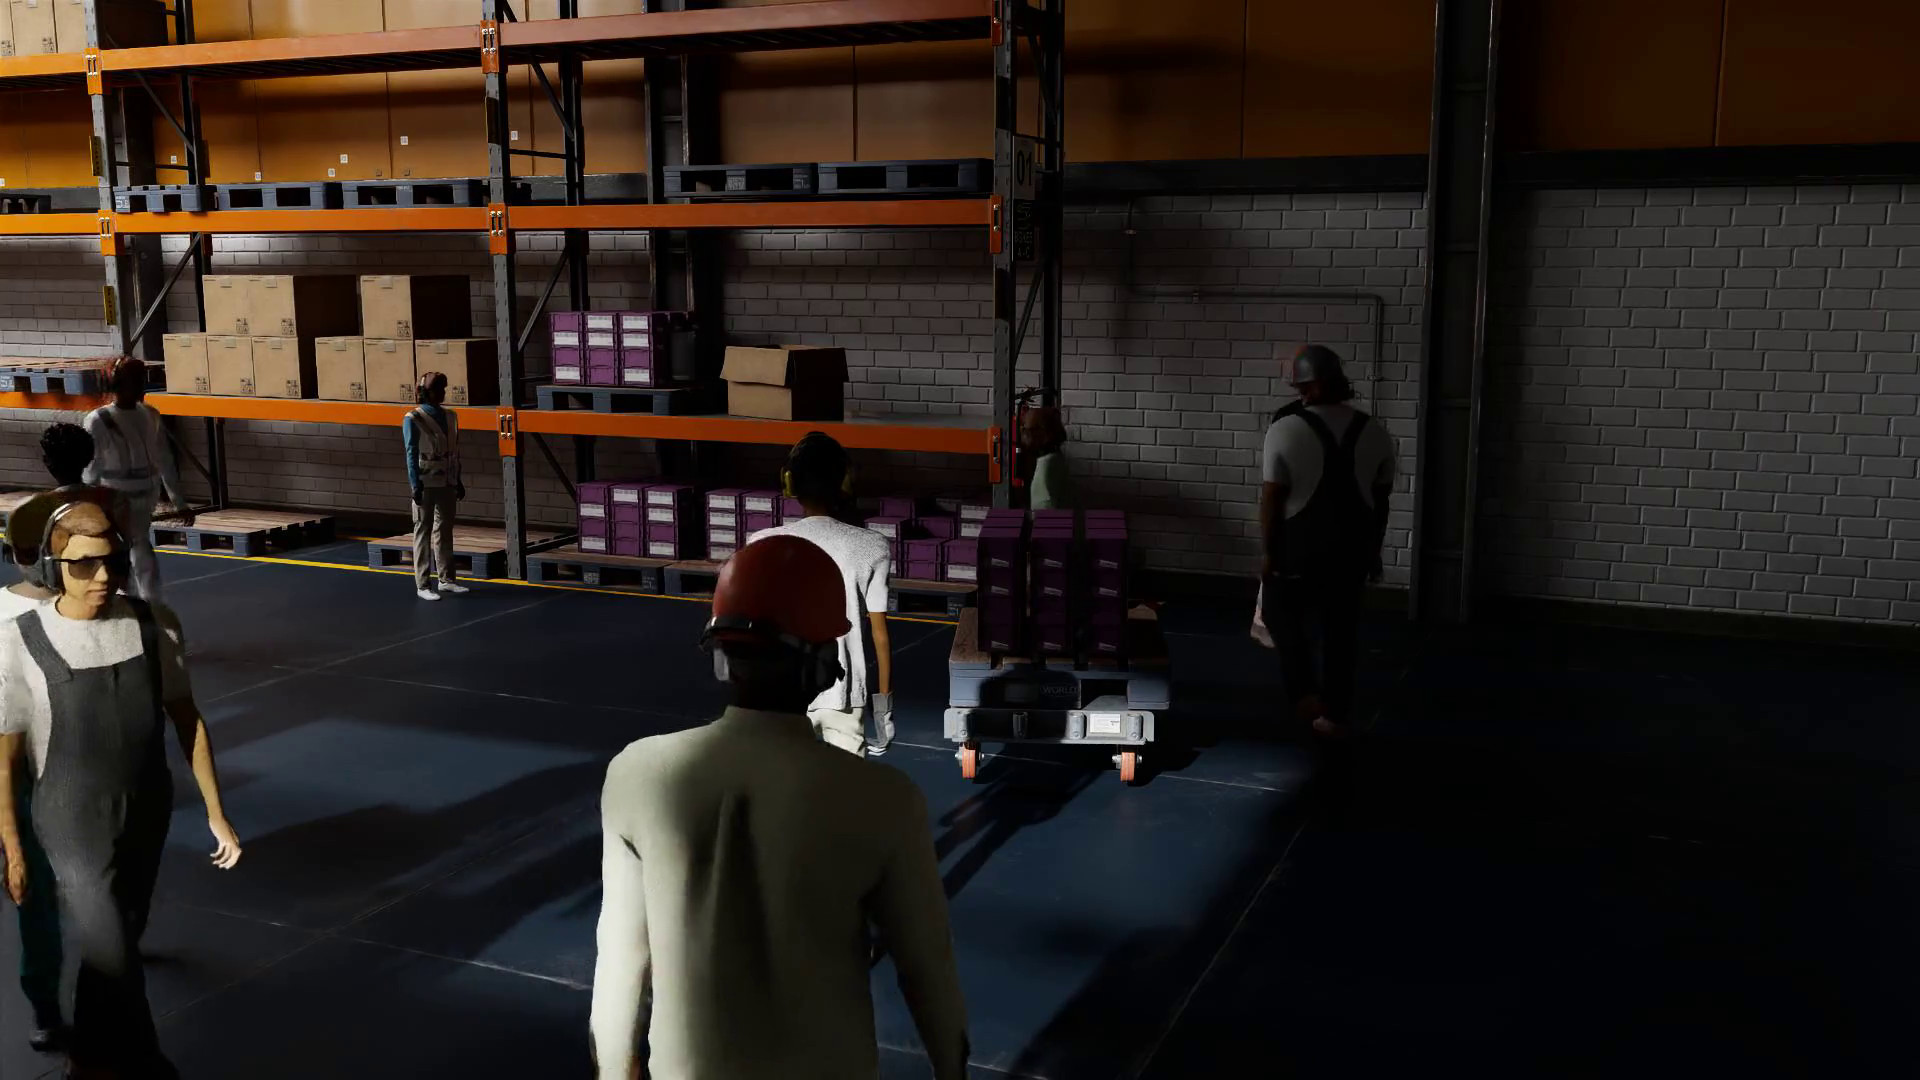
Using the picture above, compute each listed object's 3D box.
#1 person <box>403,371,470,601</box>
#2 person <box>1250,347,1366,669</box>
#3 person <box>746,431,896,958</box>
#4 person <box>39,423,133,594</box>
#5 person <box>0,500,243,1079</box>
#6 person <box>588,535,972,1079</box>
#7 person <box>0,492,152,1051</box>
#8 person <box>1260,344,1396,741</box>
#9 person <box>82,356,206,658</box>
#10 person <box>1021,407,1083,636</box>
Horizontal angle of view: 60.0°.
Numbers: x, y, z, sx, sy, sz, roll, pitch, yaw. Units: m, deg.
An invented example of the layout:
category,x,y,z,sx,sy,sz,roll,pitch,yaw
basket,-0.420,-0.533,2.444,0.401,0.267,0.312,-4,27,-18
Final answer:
category,x,y,z,sx,sy,sz,roll,pitch,yaw
person,-3.793,-0.394,12.020,0.308,1.645,0.514,4,10,24
person,2.114,-0.221,10.134,0.644,1.938,1.031,-4,10,-22
person,-0.472,0.566,5.647,0.510,1.858,0.323,-1,10,-7
person,-4.035,0.311,7.640,0.318,1.697,0.534,5,11,27
person,-2.287,0.782,4.519,0.961,1.794,0.534,7,12,35
person,-0.291,0.950,3.071,0.657,1.938,1.019,3,10,18
person,-2.902,0.671,5.402,0.560,1.728,0.784,-3,10,-18
person,1.821,0.008,8.428,0.707,2.000,0.540,-2,10,-11
person,-4.951,-0.191,10.162,0.887,1.845,0.588,2,10,10
person,0.447,0.049,9.491,0.736,1.597,0.516,2,10,11
